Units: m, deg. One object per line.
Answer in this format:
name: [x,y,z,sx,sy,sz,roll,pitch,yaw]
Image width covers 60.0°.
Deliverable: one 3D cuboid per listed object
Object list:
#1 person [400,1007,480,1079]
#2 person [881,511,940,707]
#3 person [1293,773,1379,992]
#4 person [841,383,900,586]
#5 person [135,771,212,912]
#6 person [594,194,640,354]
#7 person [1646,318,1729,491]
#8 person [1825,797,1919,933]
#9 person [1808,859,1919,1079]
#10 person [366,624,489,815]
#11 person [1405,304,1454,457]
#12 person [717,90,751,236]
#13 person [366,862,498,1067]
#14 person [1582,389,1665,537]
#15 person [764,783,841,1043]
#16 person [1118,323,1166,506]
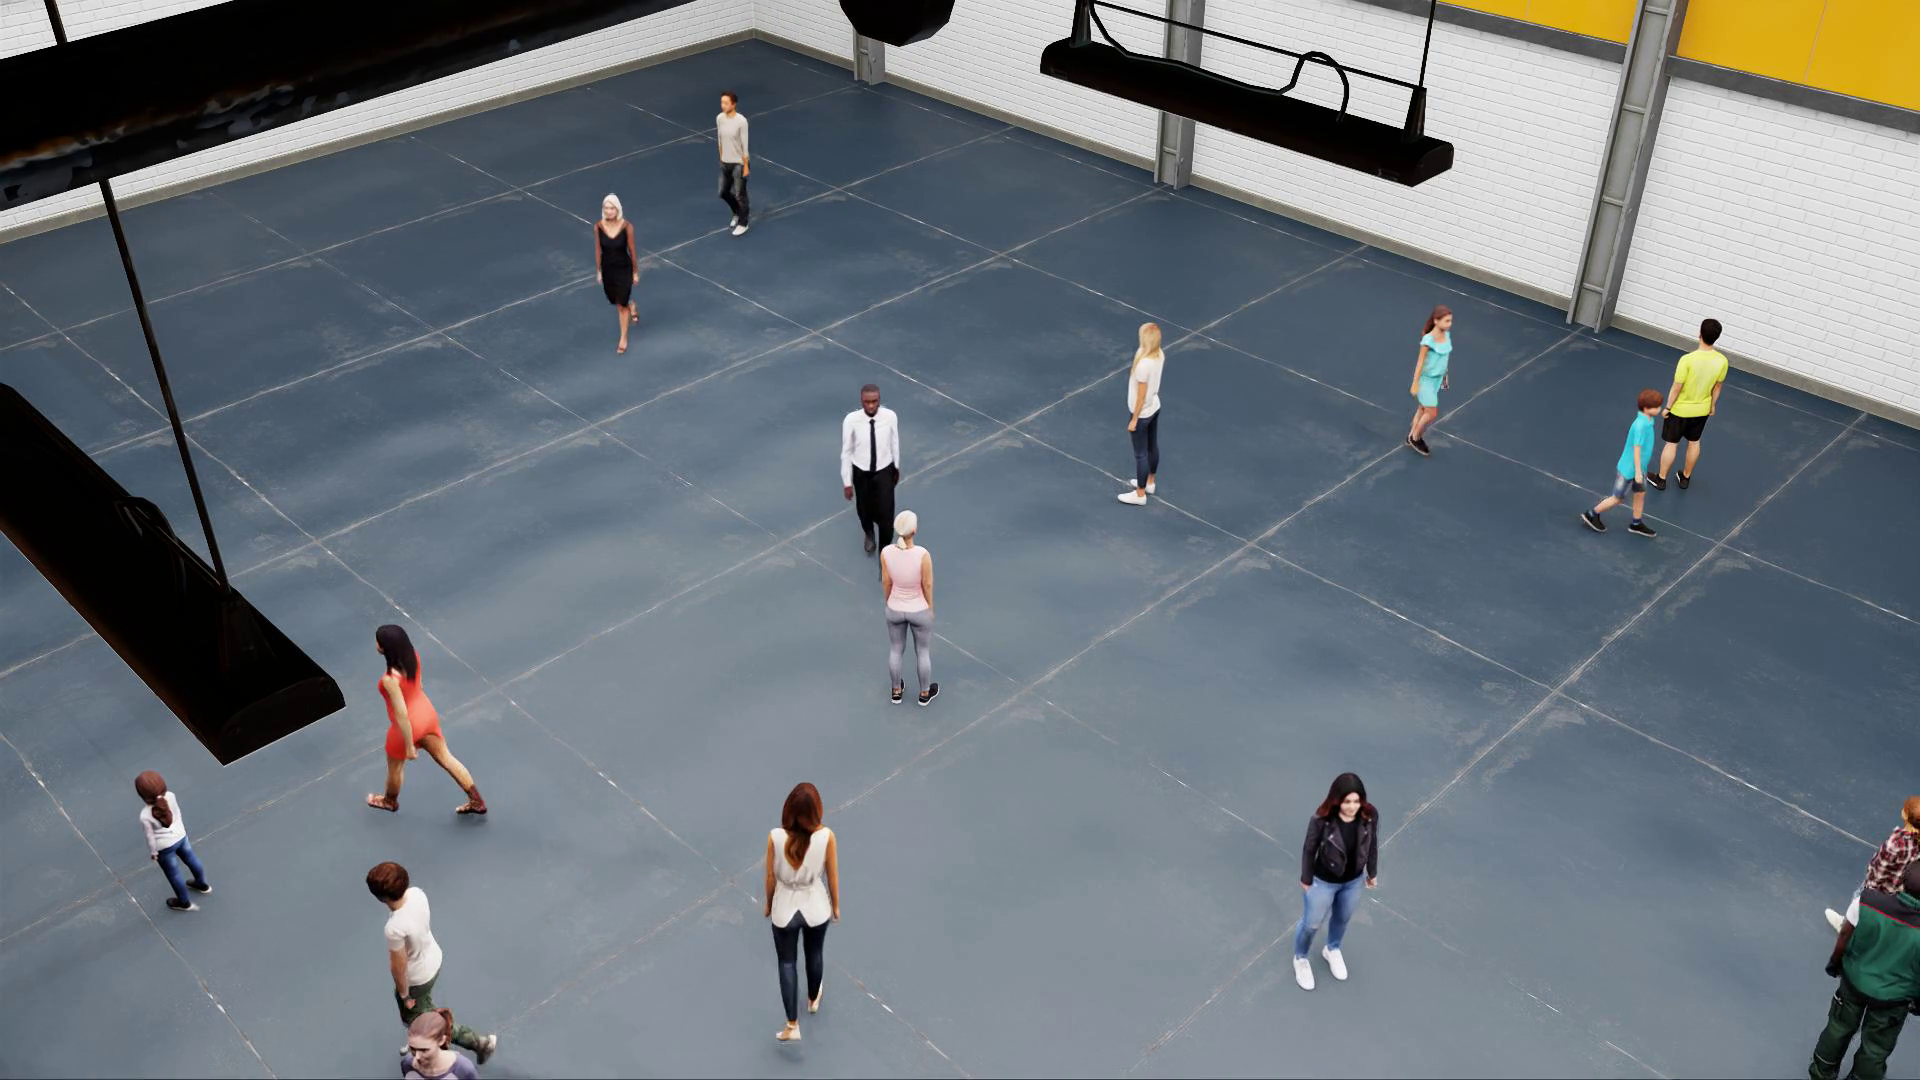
person: [-2.674,3.124,8.770,0.663,1.767,0.736,4,34,6]
person: [-0.395,0.526,12.715,0.612,1.726,0.706,8,34,11]
person: [2.361,2.098,10.435,0.732,1.633,0.753,-6,34,-10]
person: [-0.767,-0.579,14.324,1.165,1.785,1.322,-4,34,-7]
person: [-5.269,1.984,11.079,0.547,1.110,0.507,12,35,17]
person: [-3.664,-2.901,17.884,1.025,1.711,0.994,6,34,8]
person: [6.771,-1.251,15.405,0.693,1.708,0.745,-1,34,-2]
person: [5.985,2.198,10.592,0.800,1.292,0.973,-9,35,-13]
person: [5.299,2.559,9.555,0.777,1.839,0.530,-26,42,-34]
person: [-3.714,1.315,11.580,1.230,1.670,1.040,7,34,10]
person: [4.469,-1.575,16.033,0.567,1.552,0.575,-26,41,-33]
person: [-2.715,-4.666,20.458,0.690,1.801,0.796,17,37,23]
person: [-3.107,2.545,9.761,1.001,1.633,0.896,4,34,6]
person: [5.938,-0.682,14.798,0.885,1.433,0.604,22,39,29]
person: [-0.961,2.297,10.023,0.900,1.756,0.976,-4,34,-5]
person: [1.701,-1.159,15.177,0.593,1.807,0.643,17,37,24]
